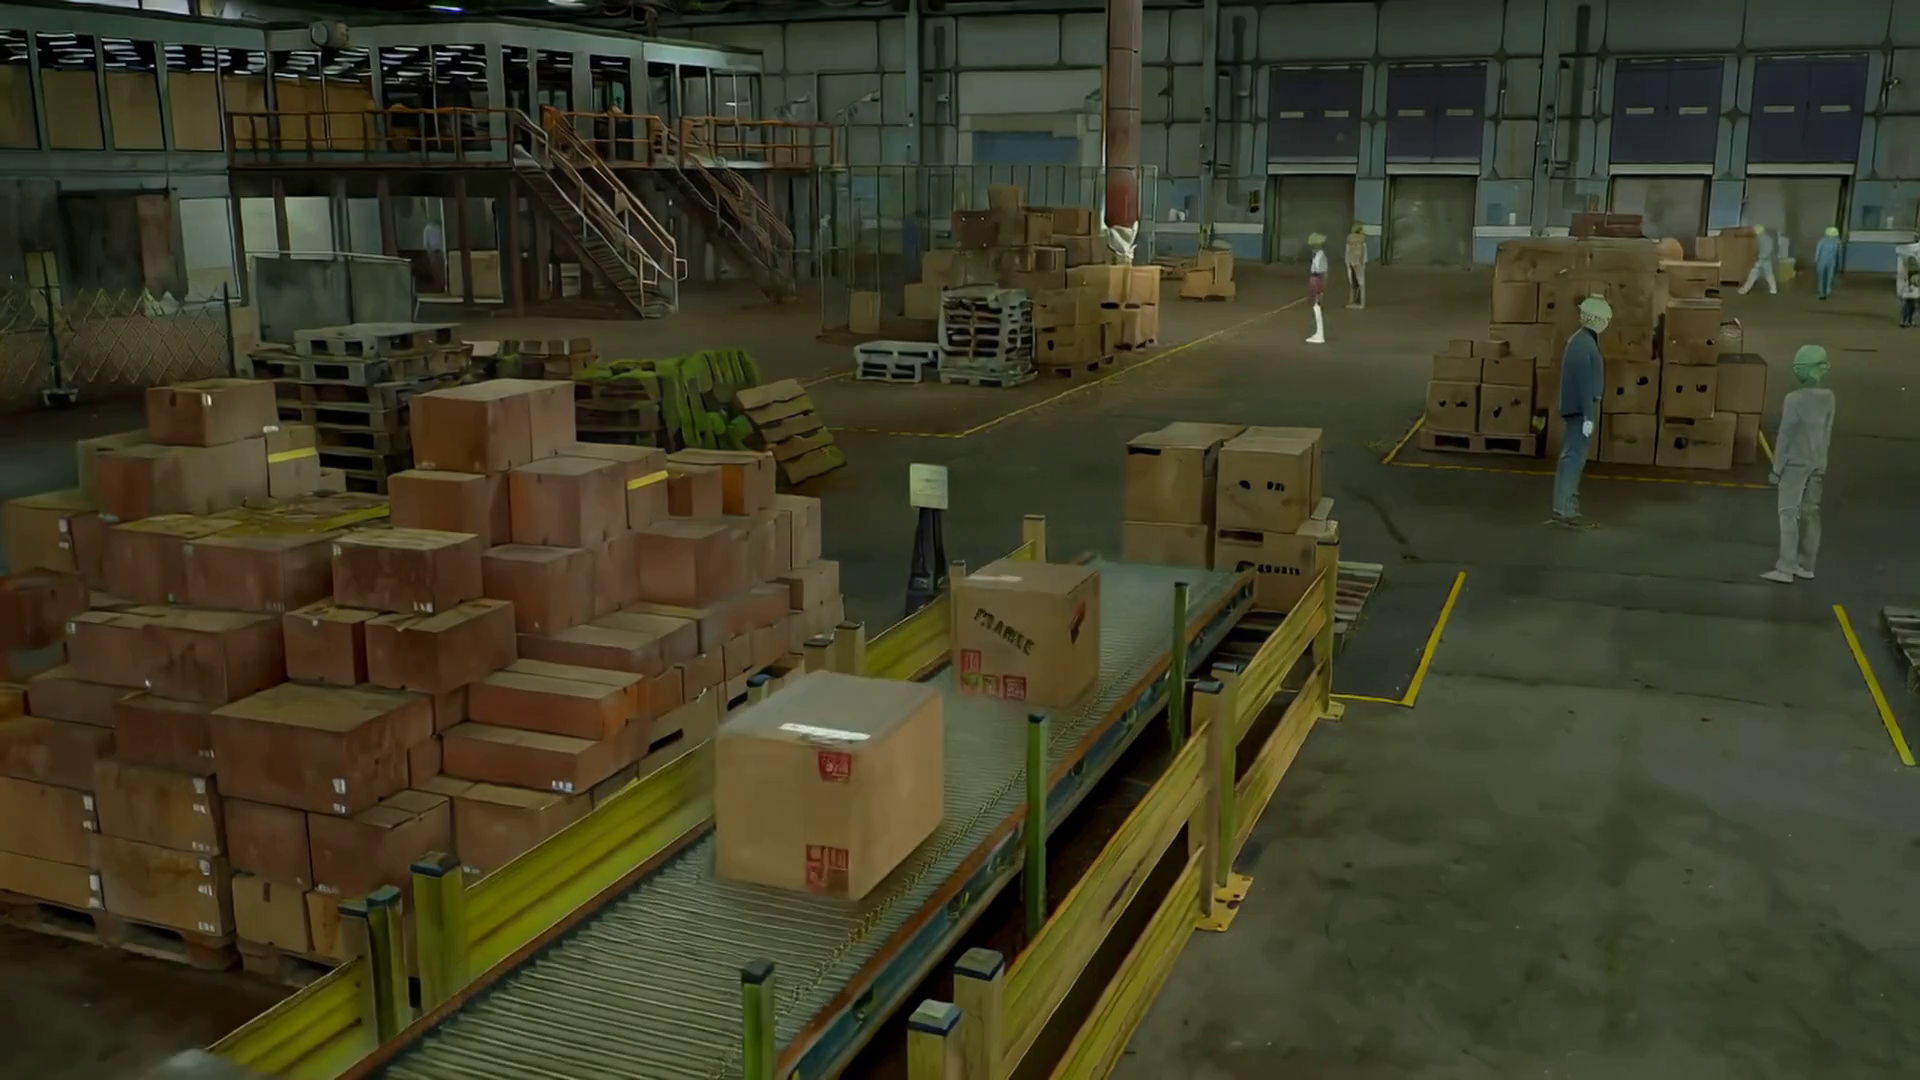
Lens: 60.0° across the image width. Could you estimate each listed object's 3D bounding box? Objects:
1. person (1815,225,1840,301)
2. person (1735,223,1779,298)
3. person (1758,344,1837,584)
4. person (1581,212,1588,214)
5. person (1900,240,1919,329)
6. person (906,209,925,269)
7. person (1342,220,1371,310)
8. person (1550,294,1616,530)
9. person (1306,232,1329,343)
[{"bbox_3d":[20.084,-6.413,38.558,0.484,1.721,0.711,8,15,32],"label":"person"},{"bbox_3d":[18.957,-6.601,39.331,1.030,1.759,0.630,2,13,8],"label":"person"},{"bbox_3d":[6.177,-0.557,12.228,0.527,1.761,0.331,-6,14,-25],"label":"person"},{"bbox_3d":[15.746,-7.327,42.155,0.389,1.949,0.604,9,16,36],"label":"person"},{"bbox_3d":[18.247,-4.885,31.769,0.540,1.697,0.317,-11,16,-40],"label":"person"},{"bbox_3d":[-1.346,-9.136,50.549,0.659,1.828,0.638,-4,13,-15],"label":"person"},{"bbox_3d":[8.584,-5.953,36.016,0.359,1.938,0.635,-9,15,-35],"label":"person"},{"bbox_3d":[5.273,-1.086,14.083,0.399,1.982,0.625,2,13,7],"label":"person"},{"bbox_3d":[6.279,-4.441,29.264,0.390,1.929,0.557,1,13,4],"label":"person"}]
